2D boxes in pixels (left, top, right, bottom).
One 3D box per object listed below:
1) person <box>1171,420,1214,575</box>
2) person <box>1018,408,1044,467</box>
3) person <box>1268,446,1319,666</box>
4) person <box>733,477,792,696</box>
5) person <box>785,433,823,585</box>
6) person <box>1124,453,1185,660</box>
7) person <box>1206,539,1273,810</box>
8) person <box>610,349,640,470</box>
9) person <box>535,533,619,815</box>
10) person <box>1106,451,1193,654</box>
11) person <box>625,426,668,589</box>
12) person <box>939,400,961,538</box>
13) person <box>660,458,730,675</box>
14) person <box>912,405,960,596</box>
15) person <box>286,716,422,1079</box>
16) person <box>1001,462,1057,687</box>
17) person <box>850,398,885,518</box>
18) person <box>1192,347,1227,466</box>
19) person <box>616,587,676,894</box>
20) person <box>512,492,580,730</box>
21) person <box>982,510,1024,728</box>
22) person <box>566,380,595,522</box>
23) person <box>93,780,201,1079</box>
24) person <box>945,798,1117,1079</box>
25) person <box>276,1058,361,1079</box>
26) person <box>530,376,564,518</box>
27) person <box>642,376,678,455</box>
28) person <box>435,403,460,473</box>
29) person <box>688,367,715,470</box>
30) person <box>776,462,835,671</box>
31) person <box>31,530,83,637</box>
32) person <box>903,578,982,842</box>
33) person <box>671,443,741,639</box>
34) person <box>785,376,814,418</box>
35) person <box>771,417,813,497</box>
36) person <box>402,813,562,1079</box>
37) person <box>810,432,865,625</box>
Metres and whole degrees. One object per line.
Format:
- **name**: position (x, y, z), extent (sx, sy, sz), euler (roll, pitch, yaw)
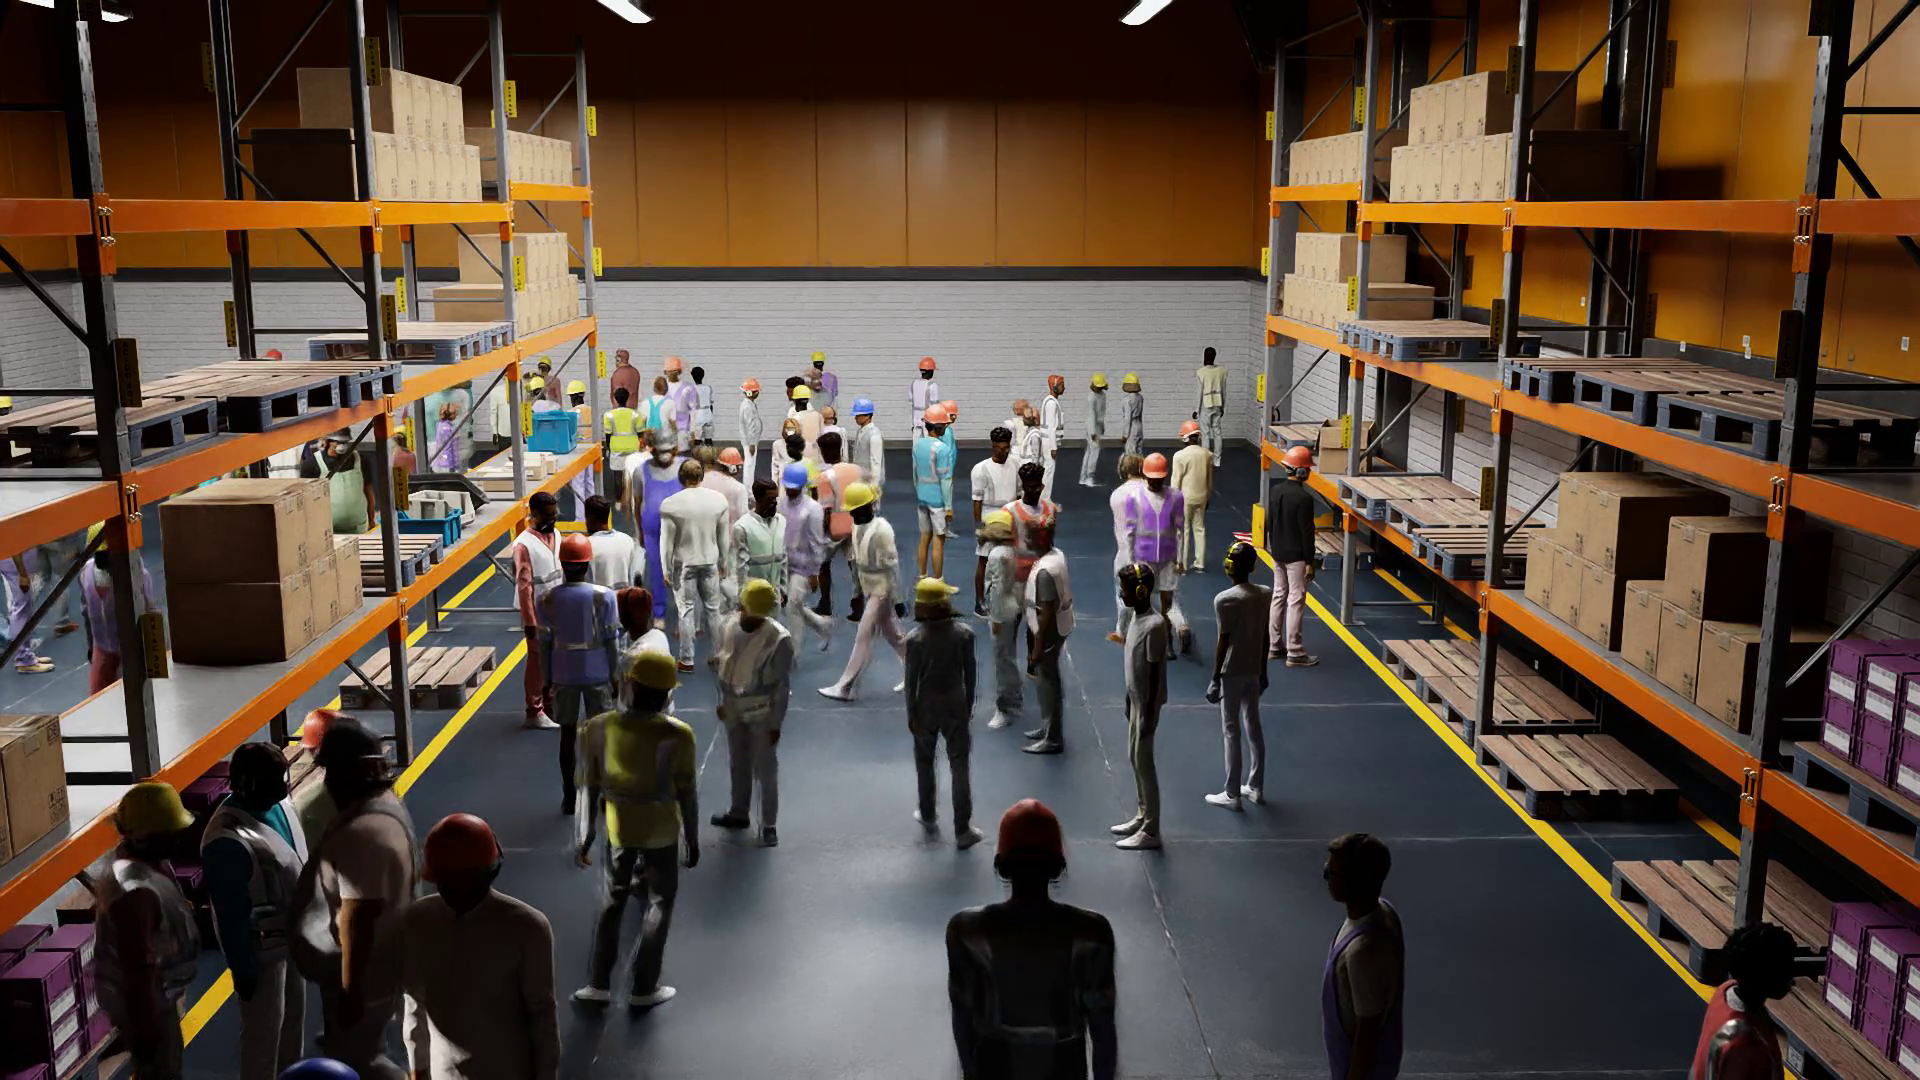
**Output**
- **person**: position (2.598, -0.481, 18.808), extent (0.571, 1.740, 0.360), euler (-7, 13, -31)
- **person**: position (0.893, -0.841, 20.860), extent (0.307, 1.641, 0.513), euler (-2, 11, -9)
- **person**: position (3.016, 0.143, 15.032), extent (0.382, 1.994, 0.613), euler (-5, 12, -24)
- **person**: position (-1.660, 0.414, 13.904), extent (0.391, 1.911, 0.582), euler (8, 14, 36)
- **person**: position (-1.670, -0.326, 18.243), extent (0.317, 1.659, 0.711), euler (-7, 13, -33)
- **person**: position (1.777, 0.151, 15.177), extent (0.553, 1.923, 0.392), euler (-1, 11, -3)
- **person**: position (1.913, 0.924, 11.430), extent (0.521, 1.870, 0.319), euler (-7, 13, -33)
- **person**: position (-5.316, -2.059, 26.295), extent (0.410, 1.909, 0.643), euler (4, 12, 20)
- **person**: position (-2.585, 0.910, 11.326), extent (0.543, 1.939, 0.371), euler (-1, 11, -4)
- **person**: position (1.745, 0.134, 15.391), extent (0.656, 1.888, 0.988), euler (-7, 13, -32)
- **person**: position (-3.307, -0.296, 17.710), extent (0.597, 1.815, 0.774), euler (1, 11, 5)
- **person**: position (-0.170, -0.889, 20.852), extent (0.354, 1.737, 0.576), euler (-2, 12, -12)
- **person**: position (-2.352, 0.229, 14.782), extent (0.635, 1.932, 0.363), euler (-6, 13, -26)
- **person**: position (-0.260, -0.422, 17.740), extent (0.375, 2.044, 0.604), euler (-8, 14, -35)
- **person**: position (-2.490, 1.724, 6.988), extent (0.619, 2.000, 0.758), euler (-3, 12, -14)
- **person**: position (0.597, 0.290, 14.366), extent (0.611, 1.964, 0.364), euler (-8, 14, -34)
- **person**: position (-1.082, -0.691, 19.371), extent (0.425, 1.939, 0.615), euler (-4, 12, -20)
- **person**: position (3.989, -2.115, 26.543), extent (0.588, 1.920, 0.391), euler (-6, 13, -27)
- **person**: position (-1.892, 1.199, 10.024), extent (0.357, 1.881, 0.574), euler (1, 11, 3)
- **person**: position (-3.323, 0.553, 13.207), extent (0.410, 1.908, 0.598), euler (3, 12, 14)
- **person**: position (0.312, 0.629, 13.350), extent (0.340, 1.697, 0.625), euler (3, 12, 15)
- **person**: position (-4.897, -1.106, 21.501), extent (0.392, 1.915, 0.592), euler (5, 12, 22)
- **person**: position (-3.358, 1.859, 6.929), extent (0.443, 1.808, 0.635), euler (-6, 13, -26)
- **person**: position (0.249, 1.927, 6.018), extent (0.603, 2.017, 0.534), euler (-1, 11, -3)
- **person**: position (-1.628, 2.280, 4.473), extent (0.424, 1.940, 0.612), euler (-7, 14, -33)
- **person**: position (-5.494, -1.206, 22.021), extent (0.628, 1.900, 0.443), euler (2, 11, 11)
- **person**: position (-4.187, -1.348, 22.966), extent (0.550, 1.811, 0.715), euler (4, 12, 18)
- **person**: position (-6.611, -0.963, 21.496), extent (0.313, 1.631, 0.523), euler (-5, 12, -23)
- **person**: position (-4.000, -1.828, 25.657), extent (0.322, 1.699, 0.536), euler (9, 14, 37)
- **person**: position (-1.409, 0.218, 14.886), extent (0.628, 1.910, 0.716), euler (11, 16, 44)
- **person**: position (-8.715, 0.020, 15.864), extent (0.665, 1.912, 0.577), euler (2, 11, 10)
- **person**: position (-0.112, 1.114, 10.906), extent (0.501, 1.705, 0.631), euler (-2, 12, -11)
- **person**: position (-2.341, 0.029, 15.824), extent (0.860, 1.917, 0.631), euler (4, 12, 18)
- **person**: position (-2.086, -1.158, 21.661), extent (0.385, 1.958, 0.607), euler (3, 12, 15)
- **person**: position (-2.012, -0.659, 19.964), extent (0.497, 1.633, 0.284), euler (0, 11, -2)
- **person**: position (-1.755, 1.935, 6.078), extent (0.621, 1.985, 0.408), euler (3, 12, 15)
- **person**: position (-1.228, -0.129, 16.546), extent (0.649, 1.924, 0.832), euler (-10, 15, -41)
